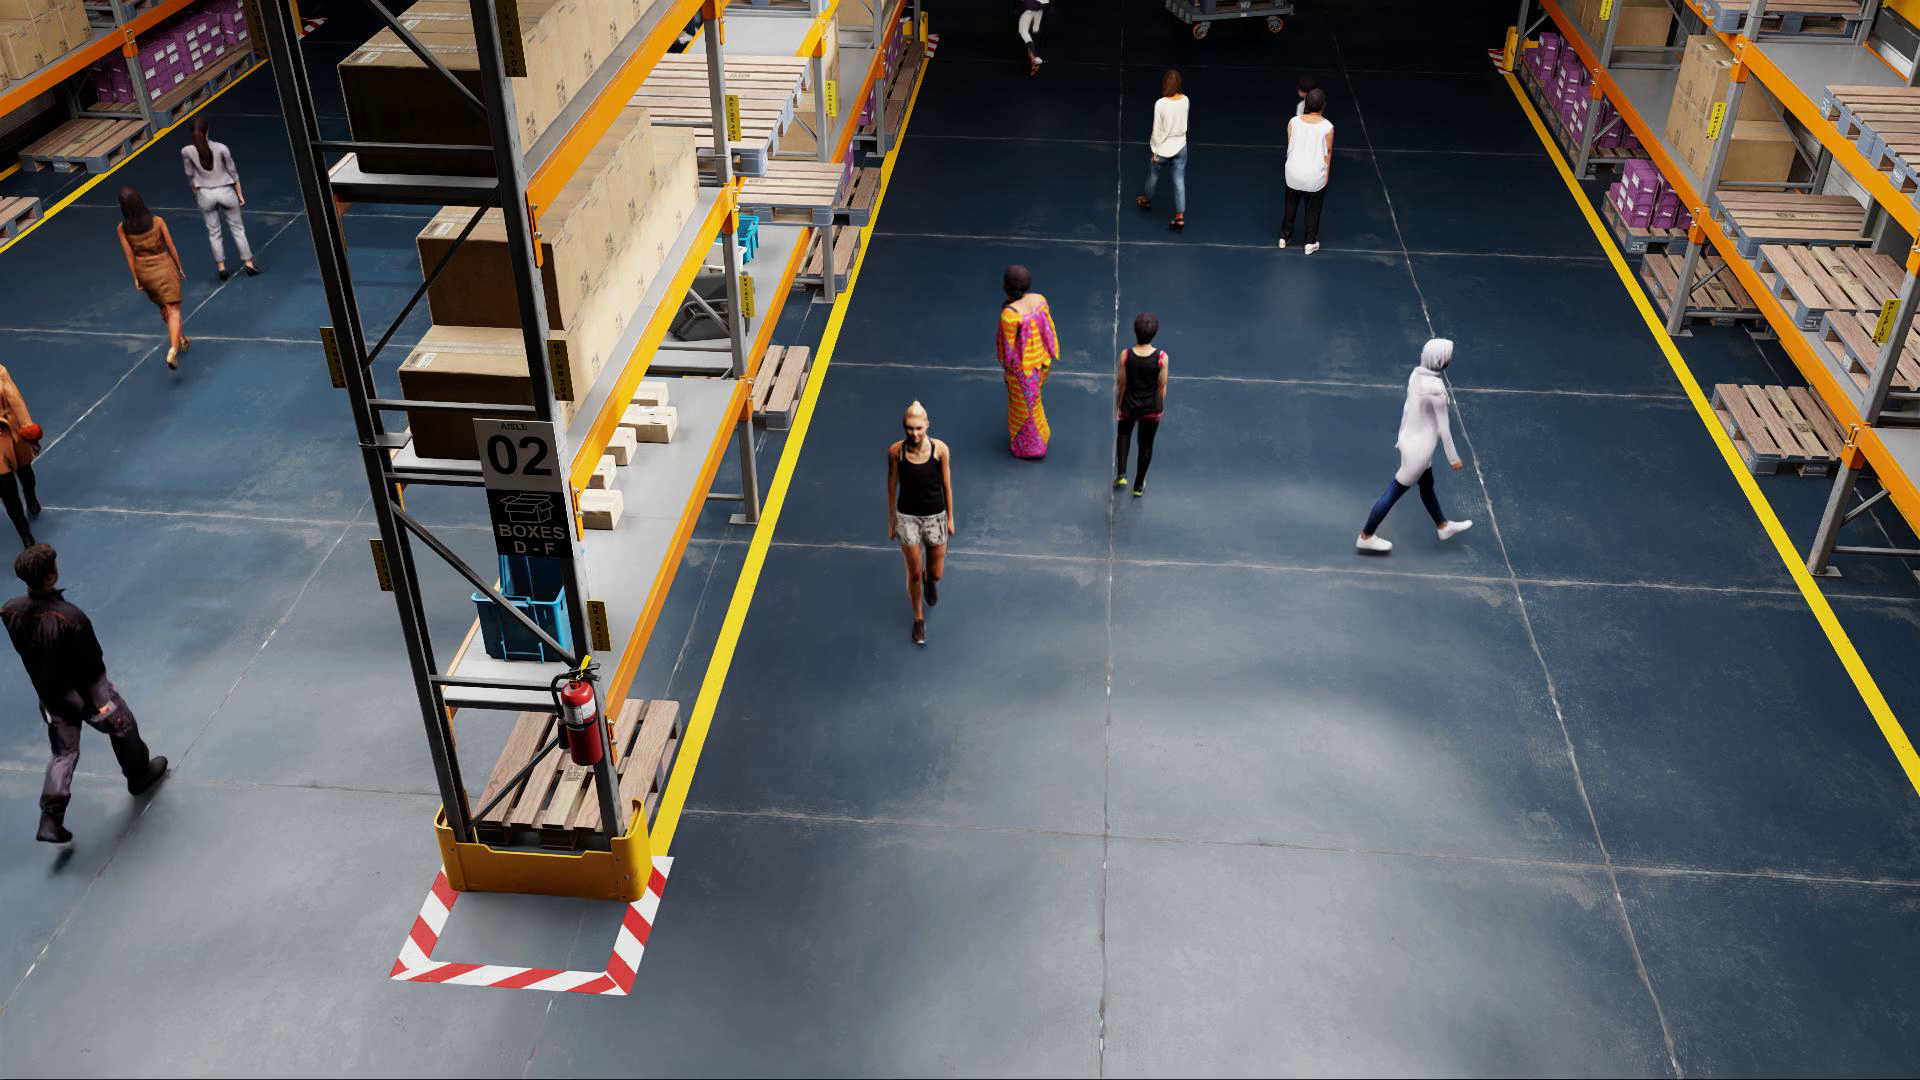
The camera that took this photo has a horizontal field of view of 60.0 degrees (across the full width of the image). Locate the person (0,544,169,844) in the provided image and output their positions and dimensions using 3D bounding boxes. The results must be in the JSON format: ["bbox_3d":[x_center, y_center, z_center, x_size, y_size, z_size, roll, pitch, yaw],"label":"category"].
[{"bbox_3d":[-5.270,0.925,9.742,0.742,1.909,1.196,4,34,6],"label":"person"}]

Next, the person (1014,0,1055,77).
[{"bbox_3d":[0.984,-6.942,21.602,0.899,1.883,1.040,-10,35,-14],"label":"person"}]

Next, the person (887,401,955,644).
[{"bbox_3d":[-0.272,-0.193,11.493,0.672,1.833,0.832,-2,34,-2],"label":"person"}]

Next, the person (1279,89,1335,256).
[{"bbox_3d":[3.556,-3.783,17.029,0.759,1.683,0.779,21,39,28],"label":"person"}]

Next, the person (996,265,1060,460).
[{"bbox_3d":[0.541,-1.455,13.555,0.914,1.652,0.866,25,41,32],"label":"person"}]

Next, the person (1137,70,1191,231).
[{"bbox_3d":[2.255,-4.068,17.498,0.948,1.639,1.169,-13,36,-18],"label":"person"}]

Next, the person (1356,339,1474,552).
[{"bbox_3d":[3.269,-0.640,12.260,0.779,1.729,1.088,-1,34,-1],"label":"person"}]

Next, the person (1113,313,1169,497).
[{"bbox_3d":[1.403,-1.014,12.992,0.566,1.541,0.605,8,34,12],"label":"person"}]

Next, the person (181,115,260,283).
[{"bbox_3d":[-7.321,-3.367,16.408,0.704,1.677,0.704,-9,35,-14],"label":"person"}]

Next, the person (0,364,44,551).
[{"bbox_3d":[-7.199,-0.782,12.518,1.113,1.678,1.270,-17,37,-24],"label":"person"}]

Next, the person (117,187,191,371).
[{"bbox_3d":[-7.140,-2.293,14.813,0.831,1.654,1.134,-8,34,-11],"label":"person"}]

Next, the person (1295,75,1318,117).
[{"bbox_3d":[3.897,-4.557,18.590,0.680,1.244,0.782,-13,36,-19],"label":"person"}]
